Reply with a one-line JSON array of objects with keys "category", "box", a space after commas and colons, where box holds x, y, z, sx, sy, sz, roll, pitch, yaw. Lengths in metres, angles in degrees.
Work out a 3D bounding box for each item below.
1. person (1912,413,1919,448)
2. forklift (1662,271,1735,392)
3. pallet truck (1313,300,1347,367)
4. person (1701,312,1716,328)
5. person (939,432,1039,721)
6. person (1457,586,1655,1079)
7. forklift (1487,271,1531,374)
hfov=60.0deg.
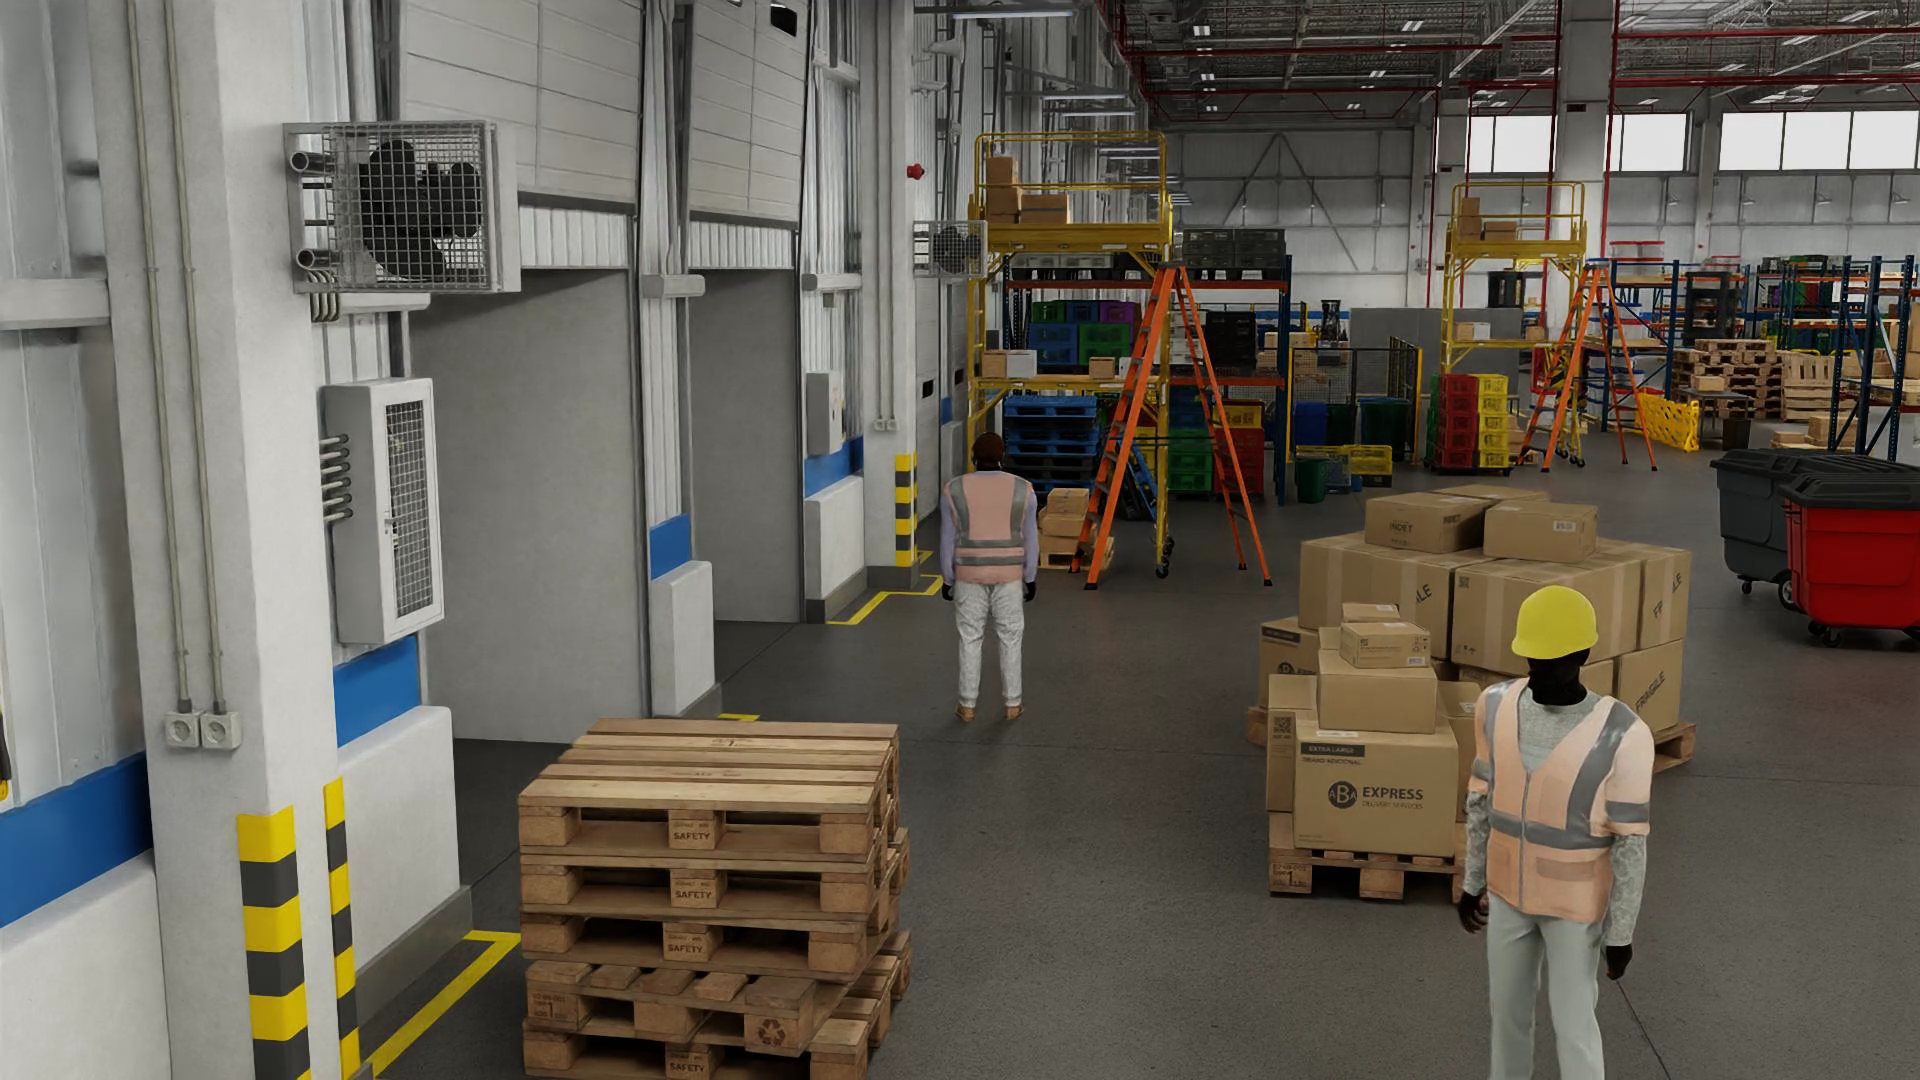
[{"category": "person", "box": [15.547, -2.336, 26.701, 0.321, 1.736, 0.484, 5, 10, 26]}, {"category": "forklift", "box": [17.033, -4.751, 38.066, 1.129, 2.768, 1.873, 9, 13, 43]}, {"category": "pallet truck", "box": [11.159, -6.200, 49.718, 0.823, 1.965, 1.885, 4, 10, 26]}, {"category": "person", "box": [21.337, -5.663, 47.369, 0.543, 1.677, 0.615, 1, 9, 9]}, {"category": "person", "box": [0.183, 0.234, 10.519, 0.633, 1.843, 0.429, 0, 9, -3]}, {"category": "person", "box": [1.790, 1.078, 5.088, 0.391, 1.918, 0.588, -7, 12, -38]}, {"category": "forklift", "box": [14.723, -5.934, 45.367, 1.873, 2.768, 1.129, -3, 10, -16]}]
